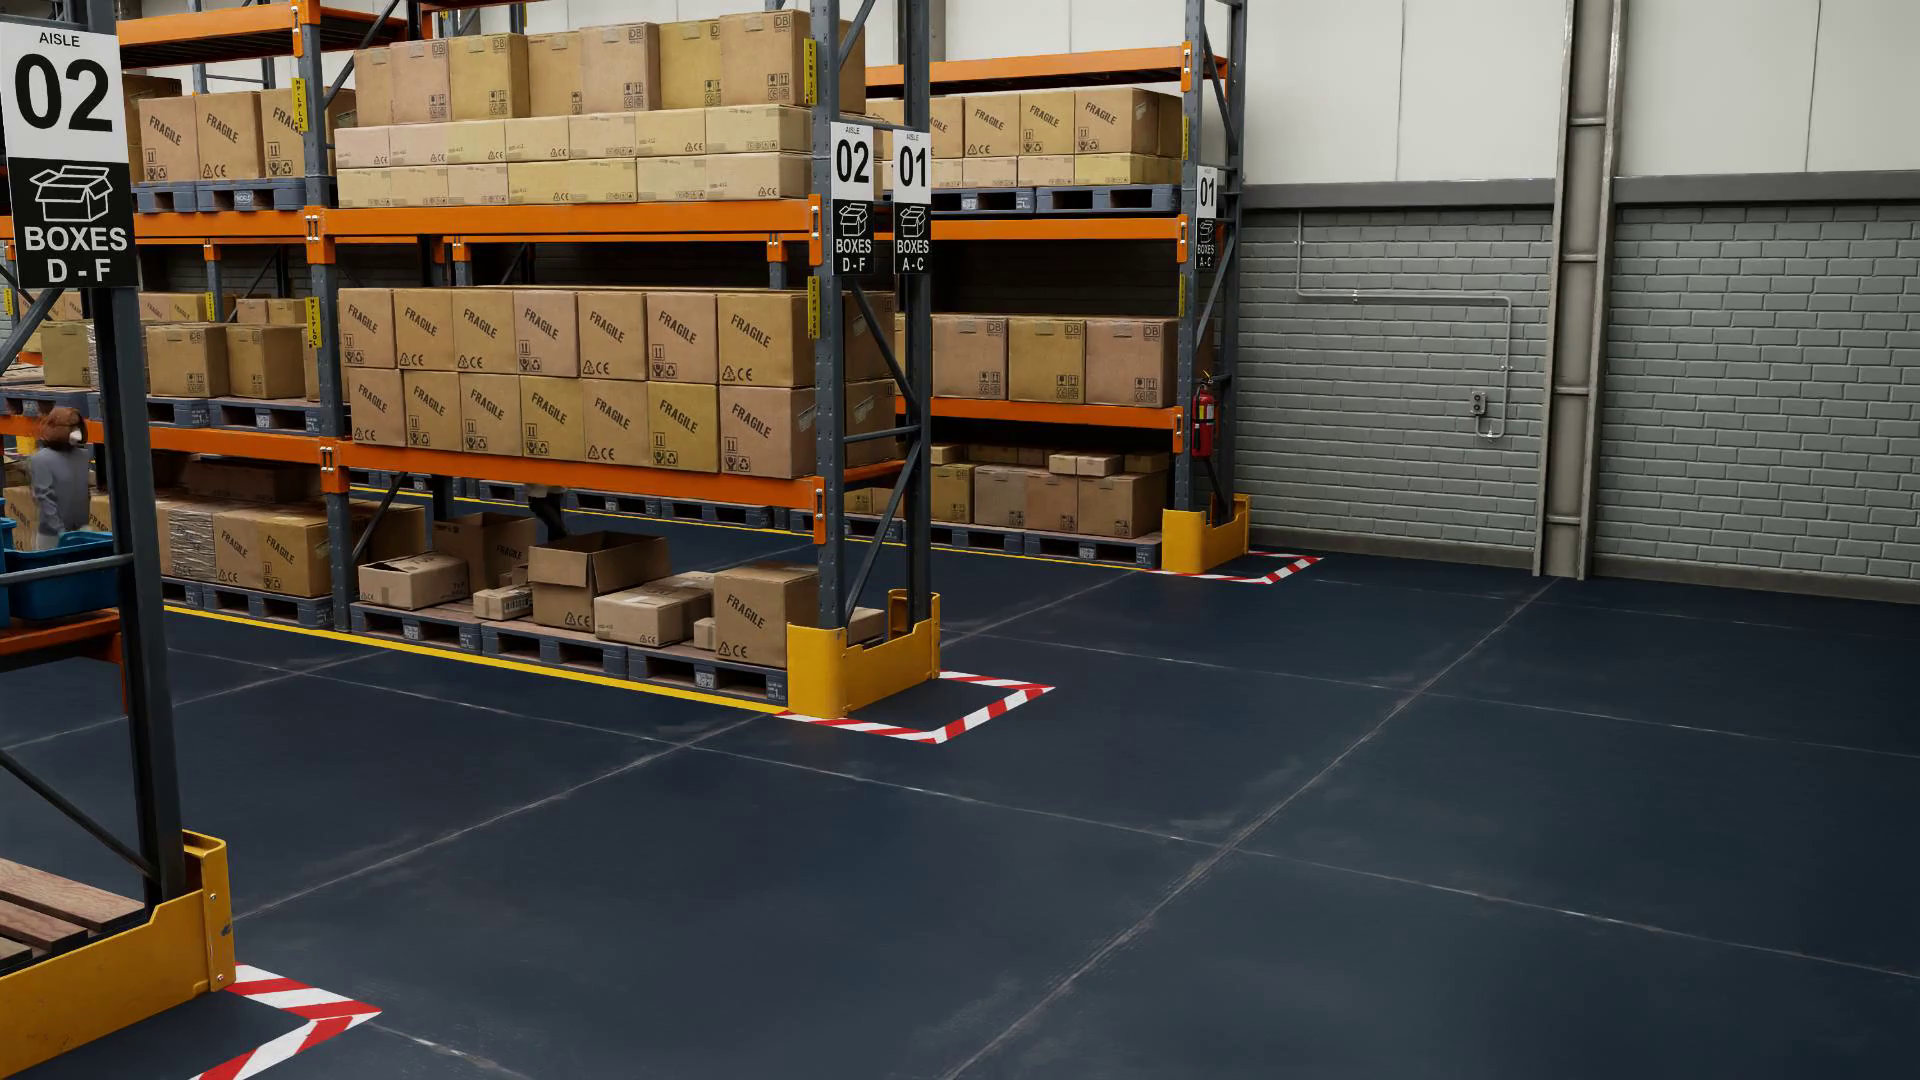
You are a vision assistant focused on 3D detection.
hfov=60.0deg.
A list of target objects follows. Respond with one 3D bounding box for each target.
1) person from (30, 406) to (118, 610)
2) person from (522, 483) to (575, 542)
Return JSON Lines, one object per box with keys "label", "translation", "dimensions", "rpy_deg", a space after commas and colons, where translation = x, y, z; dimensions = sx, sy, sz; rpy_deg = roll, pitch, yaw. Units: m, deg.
{"label": "person", "translation": [-5.644, -0.051, 10.552], "dimensions": [0.839, 1.591, 0.510], "rpy_deg": [3, 10, 18]}
{"label": "person", "translation": [-3.261, -0.695, 13.315], "dimensions": [0.757, 1.945, 0.614], "rpy_deg": [8, 13, 40]}
